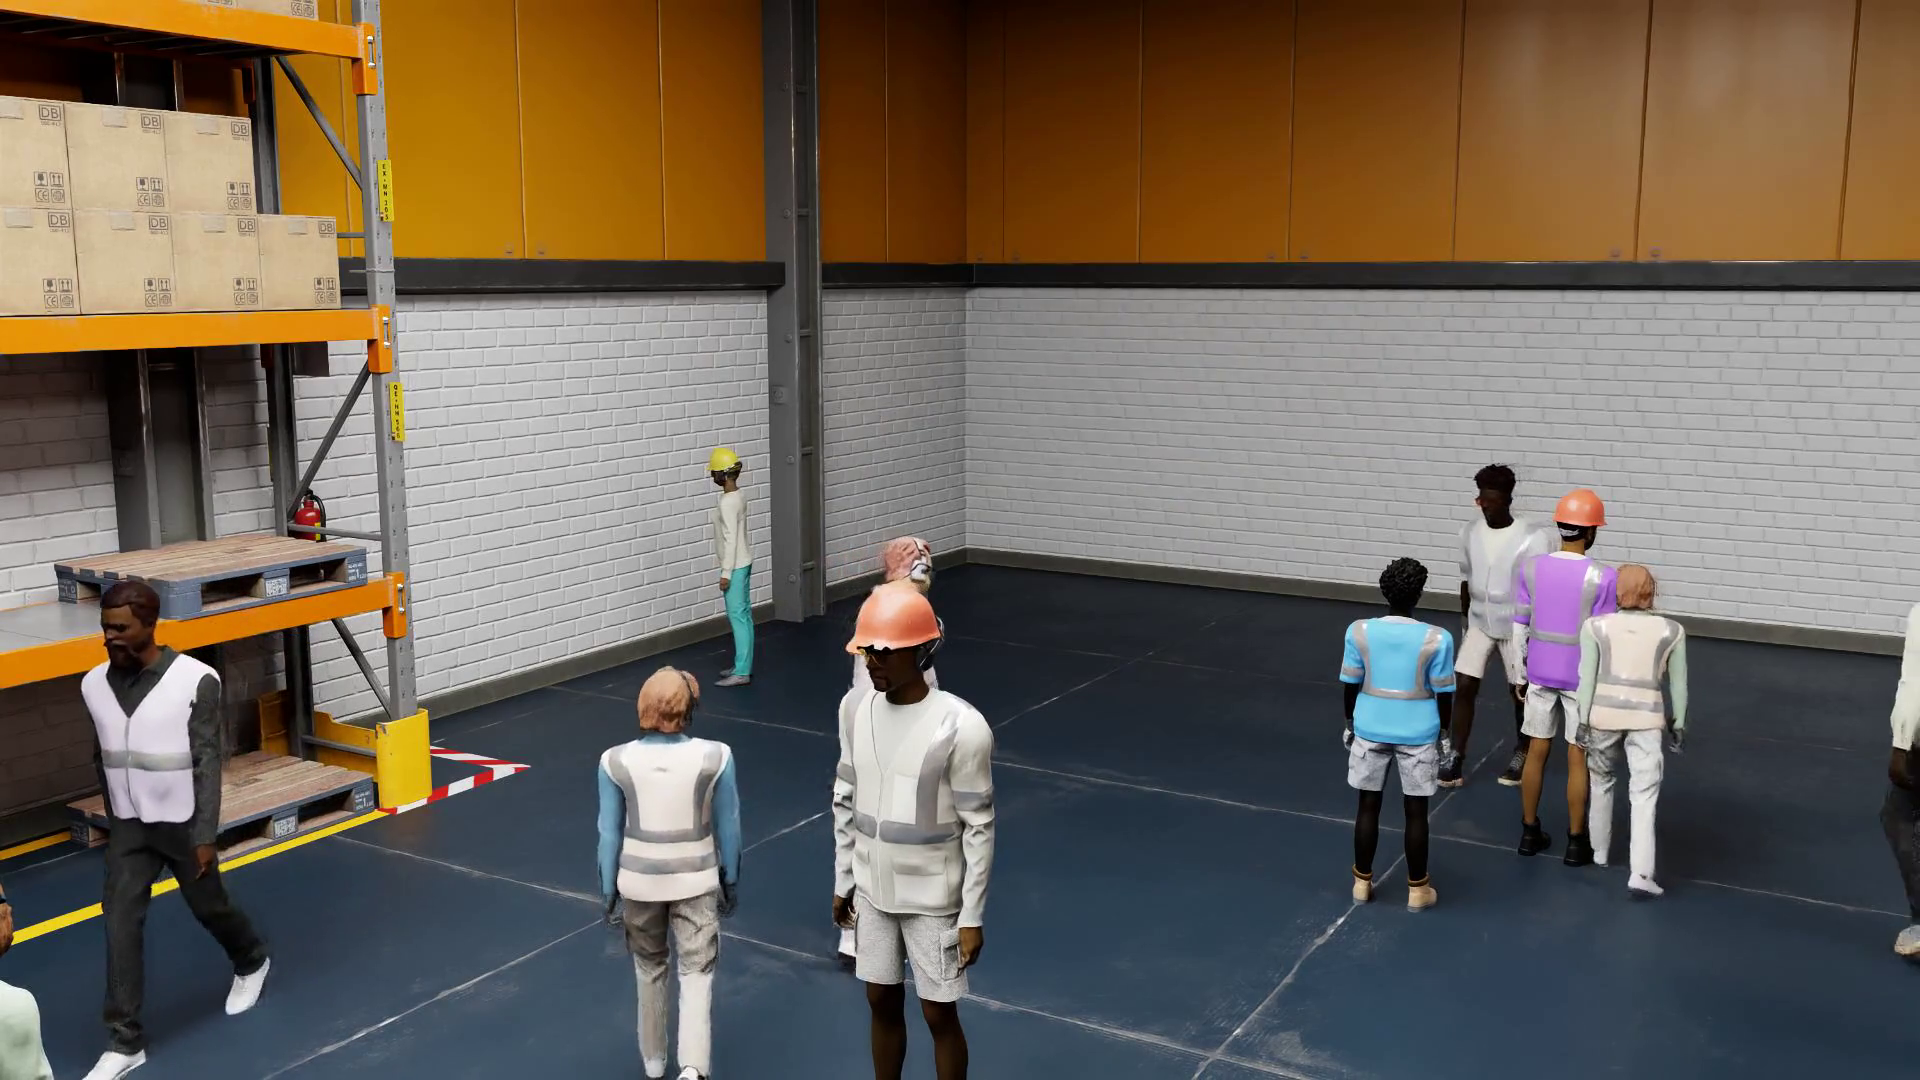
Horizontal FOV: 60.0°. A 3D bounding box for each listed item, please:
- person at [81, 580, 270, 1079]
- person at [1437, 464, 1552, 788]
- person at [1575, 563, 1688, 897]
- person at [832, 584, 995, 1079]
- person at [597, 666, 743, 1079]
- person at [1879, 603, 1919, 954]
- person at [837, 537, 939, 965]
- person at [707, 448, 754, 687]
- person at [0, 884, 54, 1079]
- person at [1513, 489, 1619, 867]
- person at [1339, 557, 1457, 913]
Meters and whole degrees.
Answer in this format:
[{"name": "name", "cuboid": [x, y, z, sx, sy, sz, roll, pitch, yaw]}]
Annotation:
[{"name": "person", "cuboid": [-3.081, 1.065, 6.488, 0.598, 1.885, 0.952, 2, 9, 9]}, {"name": "person", "cuboid": [3.100, 0.525, 9.696, 0.894, 1.926, 0.628, -9, 13, -43]}, {"name": "person", "cuboid": [3.325, 0.930, 8.235, 0.531, 1.593, 0.725, 3, 10, 18]}, {"name": "person", "cuboid": [-0.188, 1.149, 5.444, 0.615, 2.041, 0.392, 7, 11, 36]}, {"name": "person", "cuboid": [-1.049, 1.277, 6.007, 0.525, 1.617, 0.699, -1, 9, -5]}, {"name": "person", "cuboid": [4.341, 0.893, 7.316, 0.648, 1.954, 0.482, -1, 9, -8]}, {"name": "person", "cuboid": [-0.314, 0.919, 7.421, 0.456, 1.870, 0.683, -1, 9, -4]}, {"name": "person", "cuboid": [-1.690, 0.199, 12.244, 0.329, 1.765, 0.525, 0, 9, 3]}, {"name": "person", "cuboid": [-2.401, 1.571, 4.083, 0.499, 1.633, 0.286, 2, 9, 15]}, {"name": "person", "cuboid": [3.132, 0.701, 8.571, 0.551, 1.934, 0.373, 9, 13, 44]}, {"name": "person", "cuboid": [2.082, 0.924, 7.926, 0.542, 1.695, 0.316, 4, 10, 25]}]
